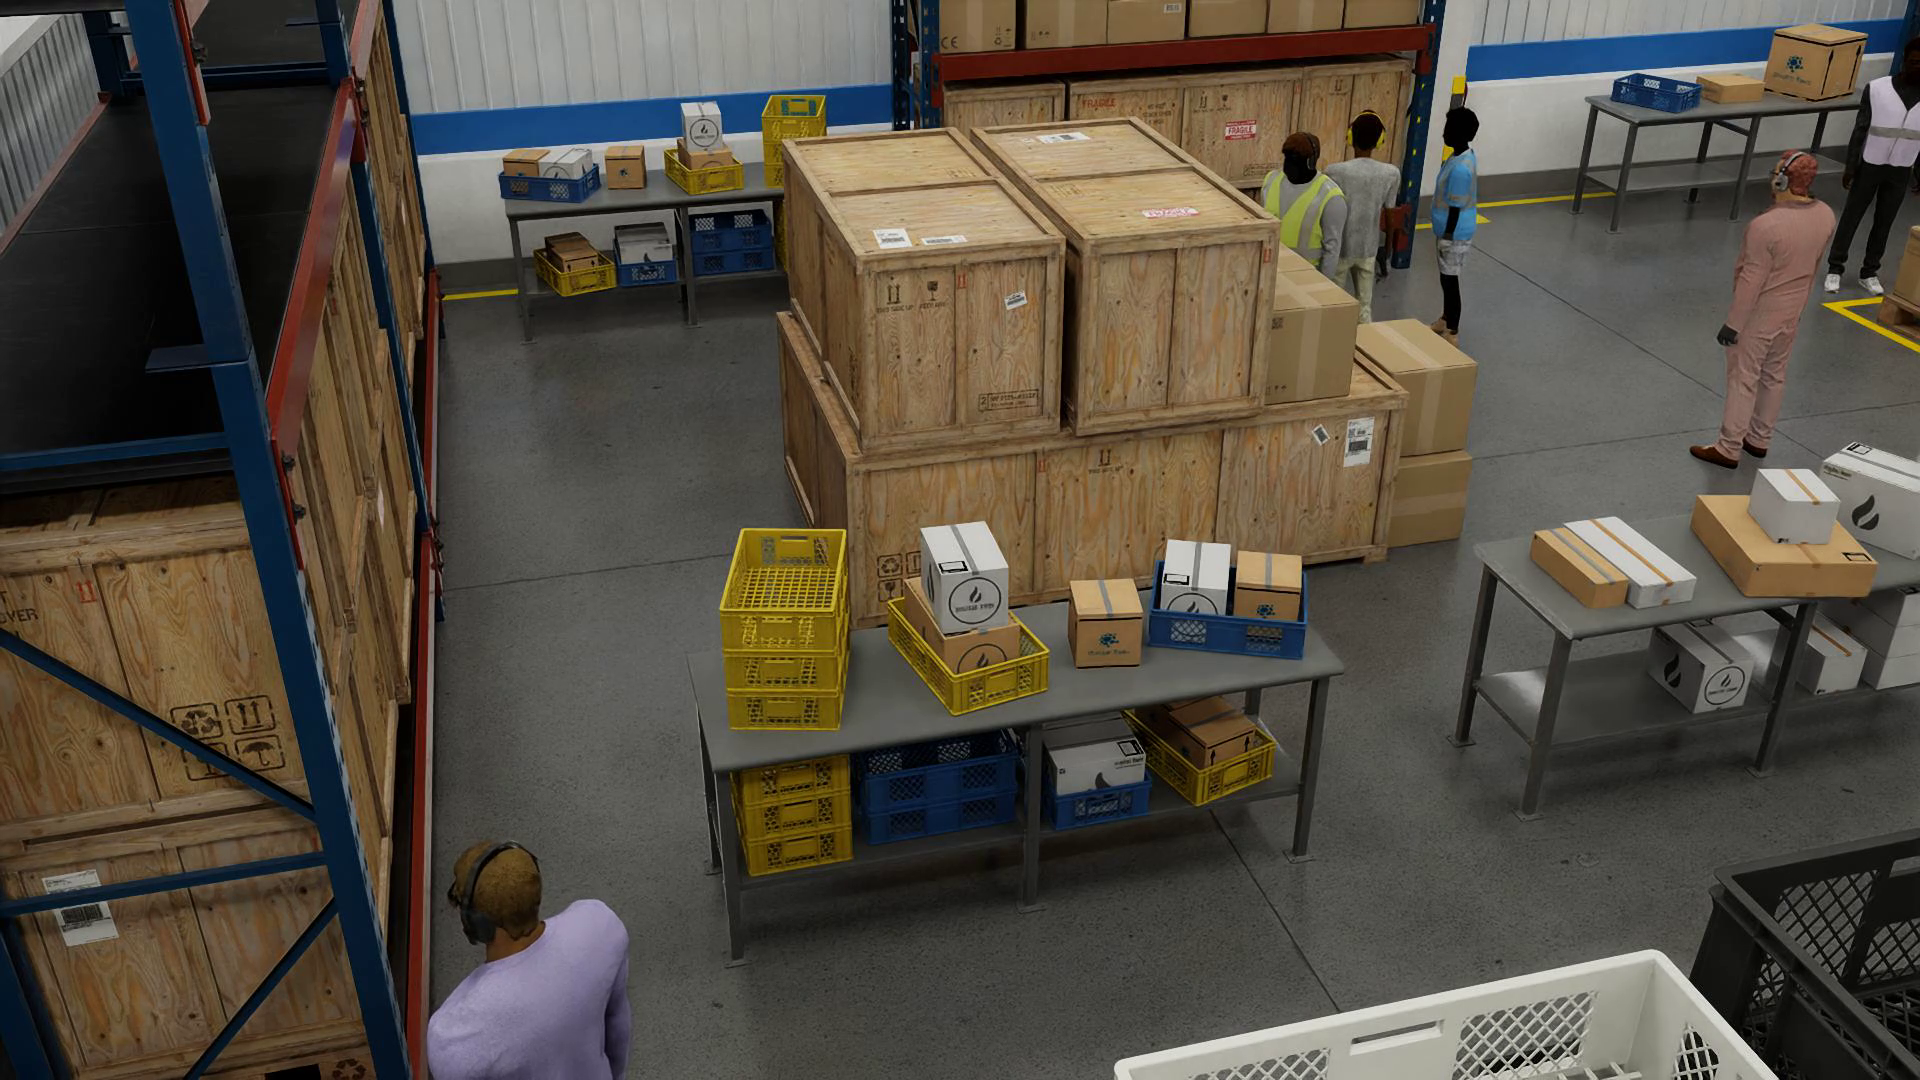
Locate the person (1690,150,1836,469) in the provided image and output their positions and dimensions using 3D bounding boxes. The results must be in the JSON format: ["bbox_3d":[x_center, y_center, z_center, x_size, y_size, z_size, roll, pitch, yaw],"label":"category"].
[{"bbox_3d":[4.757,-1.358,9.871,0.644,1.907,0.399,-14,32,-24],"label":"person"}]

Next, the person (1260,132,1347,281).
[{"bbox_3d":[2.066,-1.650,10.467,0.429,1.844,0.626,-26,38,-38],"label":"person"}]

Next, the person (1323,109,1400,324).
[{"bbox_3d":[2.541,-1.847,10.797,0.534,1.868,0.310,0,29,0],"label":"person"}]

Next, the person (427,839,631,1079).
[{"bbox_3d":[-1.114,1.595,4.477,0.358,1.937,0.636,16,33,27],"label":"person"}]

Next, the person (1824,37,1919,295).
[{"bbox_3d":[6.946,-2.801,12.477,0.587,1.920,0.392,5,29,9],"label":"person"}]

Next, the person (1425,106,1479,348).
[{"bbox_3d":[3.405,-2.149,11.531,0.321,1.689,0.533,6,30,11],"label":"person"}]
